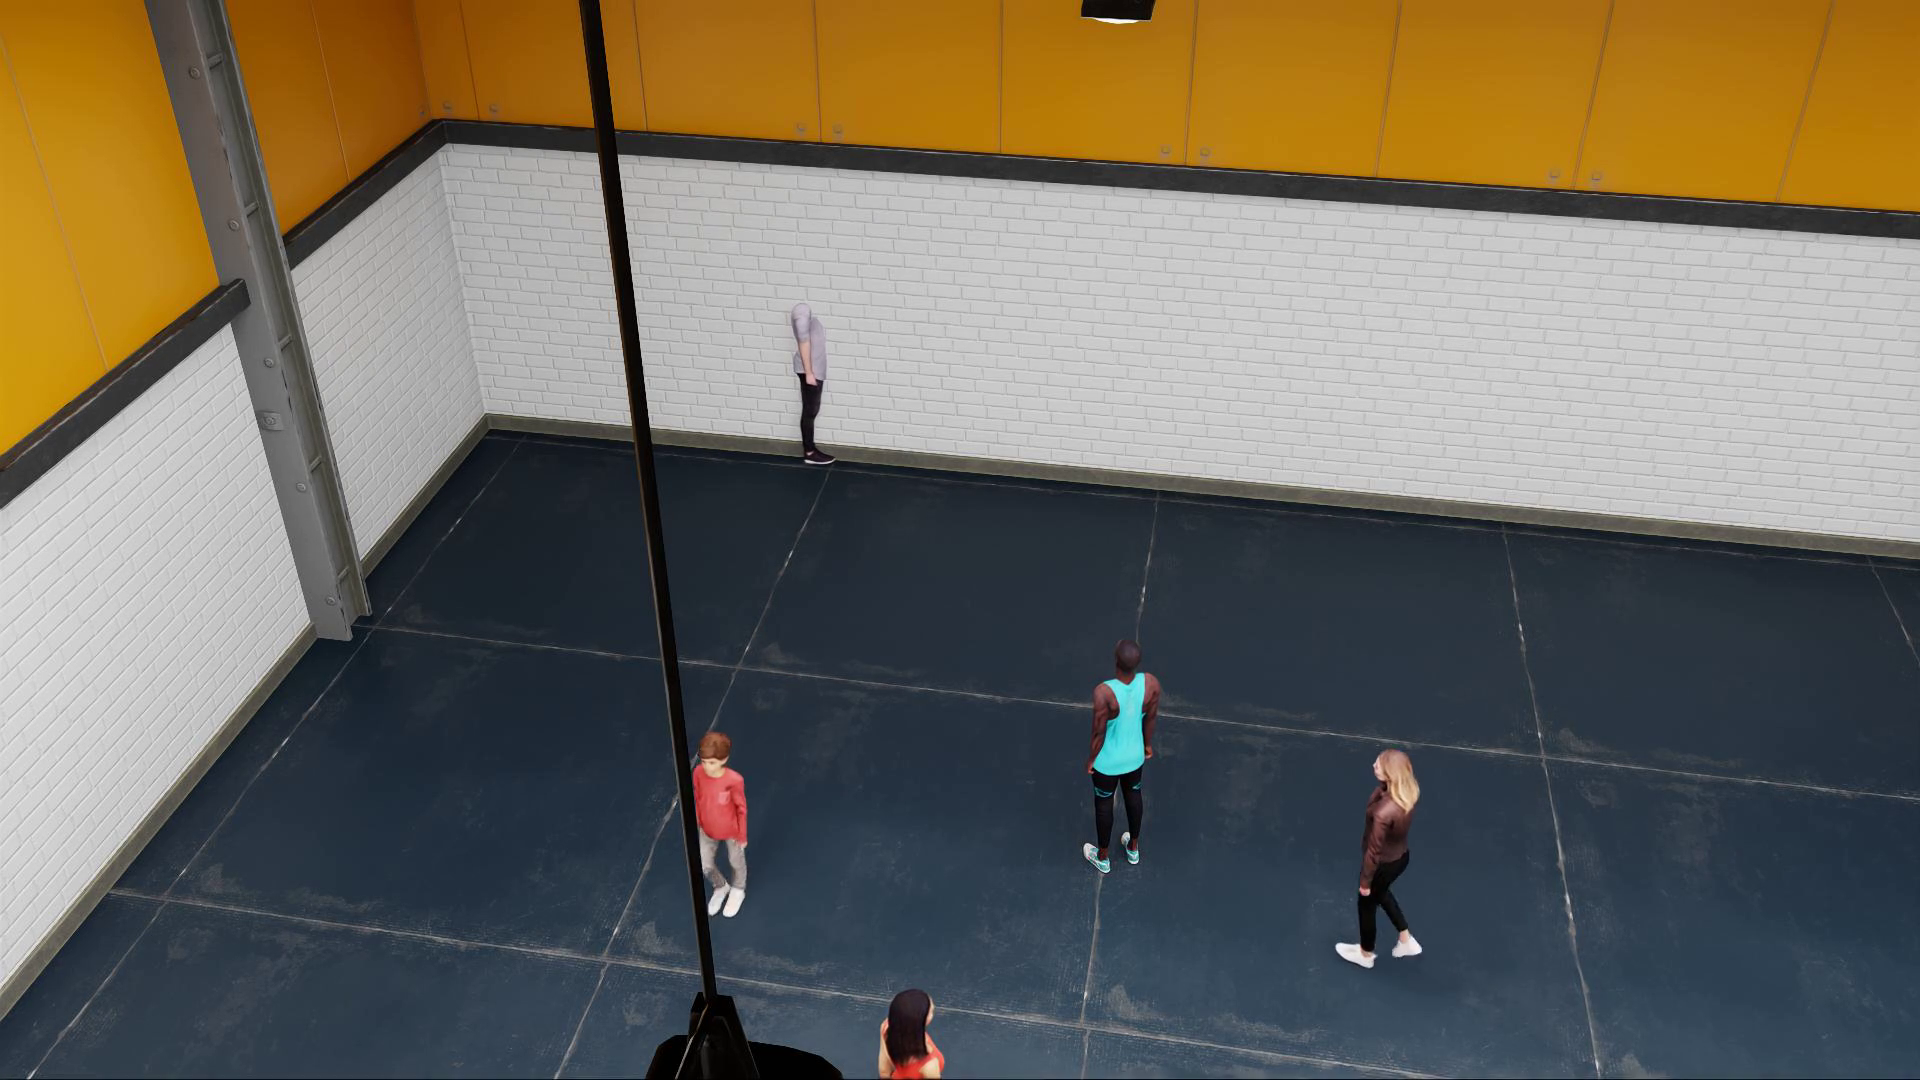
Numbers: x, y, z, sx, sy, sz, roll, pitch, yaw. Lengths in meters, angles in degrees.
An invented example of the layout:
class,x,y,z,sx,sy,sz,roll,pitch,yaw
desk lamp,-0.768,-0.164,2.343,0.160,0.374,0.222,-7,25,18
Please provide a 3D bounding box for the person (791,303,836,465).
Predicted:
class,x,y,z,sx,sy,sz,roll,pitch,yaw
person,-1.351,-1.583,15.030,0.753,1.835,0.565,2,34,3

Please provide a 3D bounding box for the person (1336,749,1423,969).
class,x,y,z,sx,sy,sz,roll,pitch,yaw
person,2.587,1.943,9.856,0.844,1.691,0.799,24,40,31

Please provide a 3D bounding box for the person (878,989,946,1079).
class,x,y,z,sx,sy,sz,roll,pitch,yaw
person,-0.230,2.885,8.413,0.700,1.719,0.673,-28,43,-35

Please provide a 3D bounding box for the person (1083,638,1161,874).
class,x,y,z,sx,sy,sz,roll,pitch,yaw
person,1.019,1.371,10.608,0.691,1.811,0.688,-11,35,-17

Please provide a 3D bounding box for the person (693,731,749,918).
class,x,y,z,sx,sy,sz,roll,pitch,yaw
person,-1.463,1.738,10.415,0.553,1.413,0.530,10,35,15
